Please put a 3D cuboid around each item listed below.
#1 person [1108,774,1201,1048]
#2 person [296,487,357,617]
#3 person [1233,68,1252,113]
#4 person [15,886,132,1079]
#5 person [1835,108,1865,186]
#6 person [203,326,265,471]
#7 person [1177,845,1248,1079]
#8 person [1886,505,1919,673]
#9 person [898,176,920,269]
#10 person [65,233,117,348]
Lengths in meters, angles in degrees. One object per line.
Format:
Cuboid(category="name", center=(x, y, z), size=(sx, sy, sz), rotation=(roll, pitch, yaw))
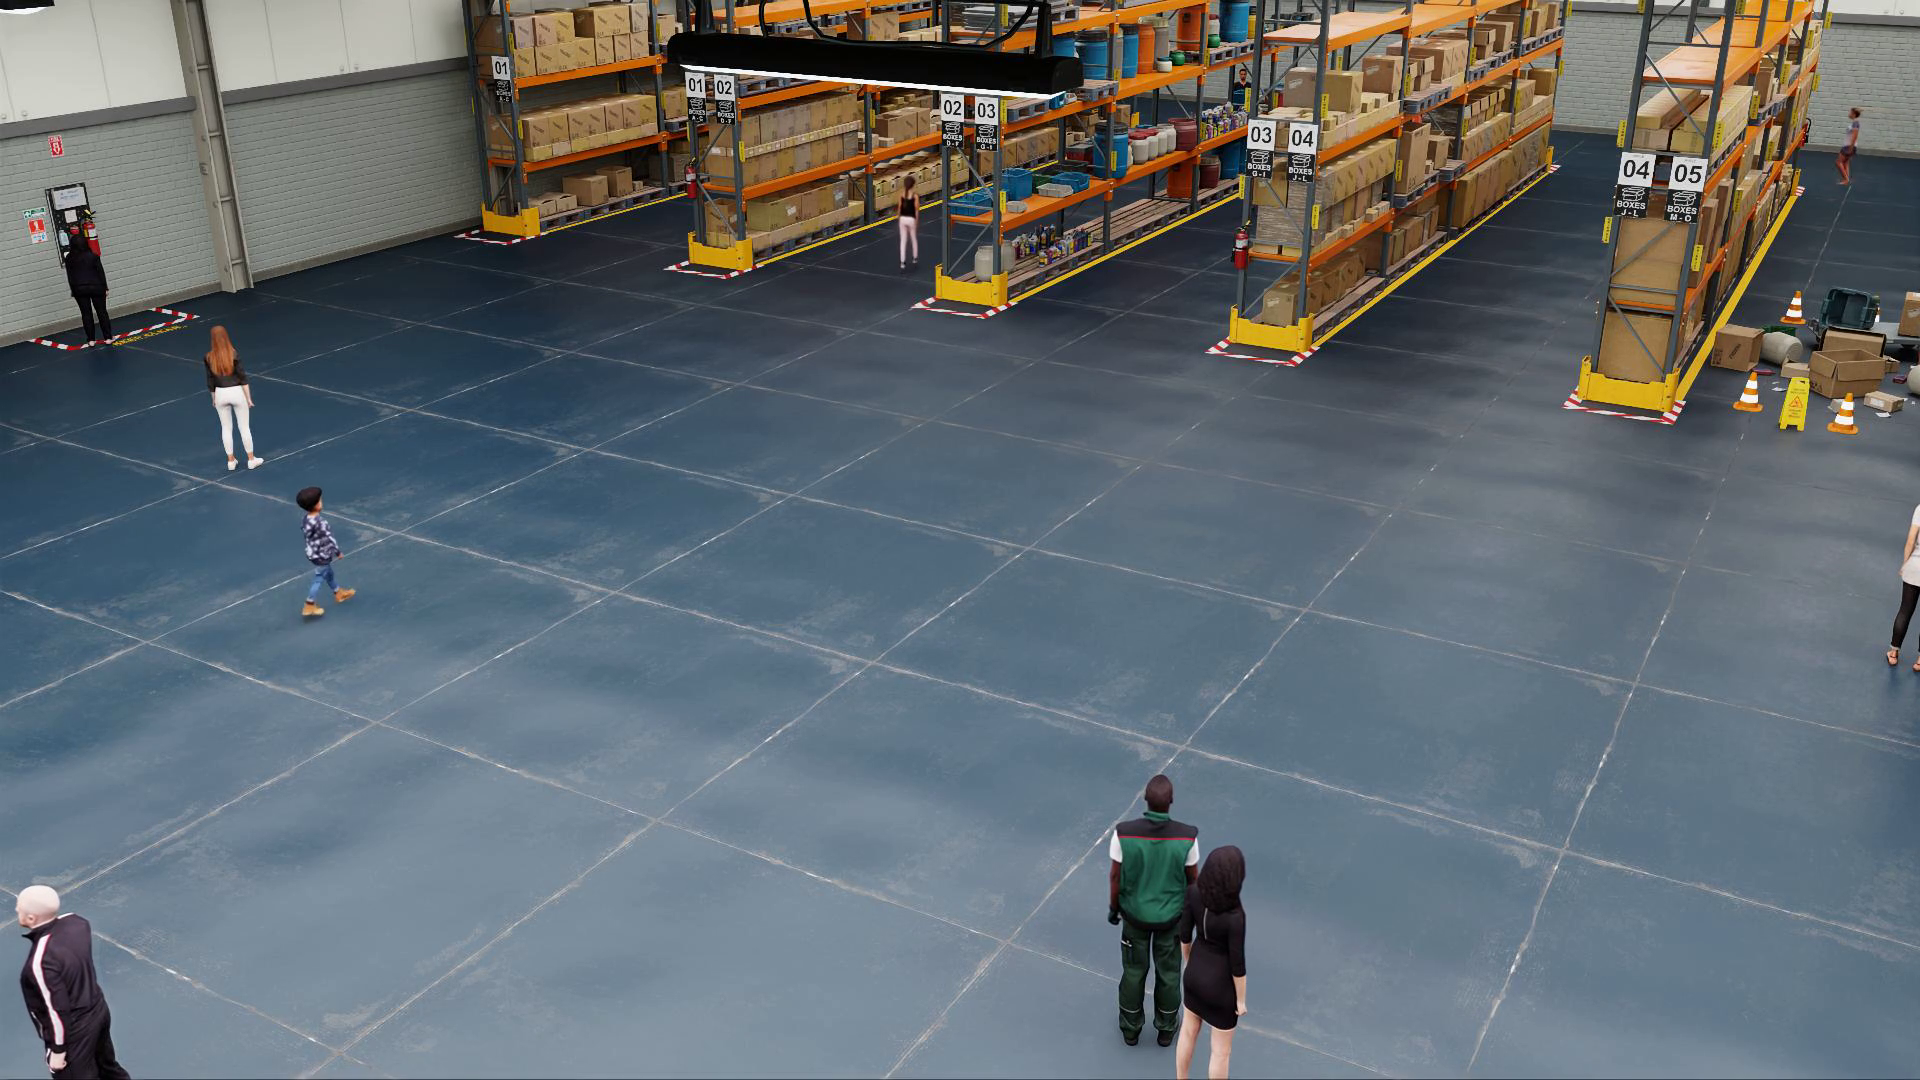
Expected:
Cuboid(category="person", center=(1.153, 2.215, 9.934), size=(0.776, 1.839, 0.756), rotation=(2, 23, 5))
Cuboid(category="person", center=(-6.058, 0.131, 15.617), size=(0.584, 1.227, 0.870), rotation=(18, 29, 35))
Cuboid(category="person", center=(6.530, -10.021, 38.681), size=(0.706, 1.859, 0.698), rotation=(0, 23, 0))
Cuboid(category="person", center=(-4.741, 2.639, 8.943), size=(0.832, 1.834, 0.731), rotation=(-2, 23, -6))
Cuboid(category="person", center=(18.623, -8.180, 34.674), size=(0.625, 1.608, 0.497), rotation=(13, 26, 27))
Cuboid(category="person", center=(-8.414, -1.643, 19.180), size=(0.672, 1.704, 0.704), rotation=(-3, 23, -6))
Cuboid(category="person", center=(1.404, 2.500, 9.310), size=(0.617, 1.804, 0.662), rotation=(-17, 28, -35))
Cuboid(category="person", center=(8.456, 0.274, 14.514), size=(0.631, 1.827, 0.587), rotation=(19, 30, 38))
Cuboid(category="person", center=(-0.896, -5.337, 28.096), size=(0.830, 1.524, 1.108), rotation=(2, 23, 5))
Cuboid(category="person", center=(-12.506, -3.590, 23.870), size=(0.758, 1.616, 0.835), rotation=(-9, 25, -20))
